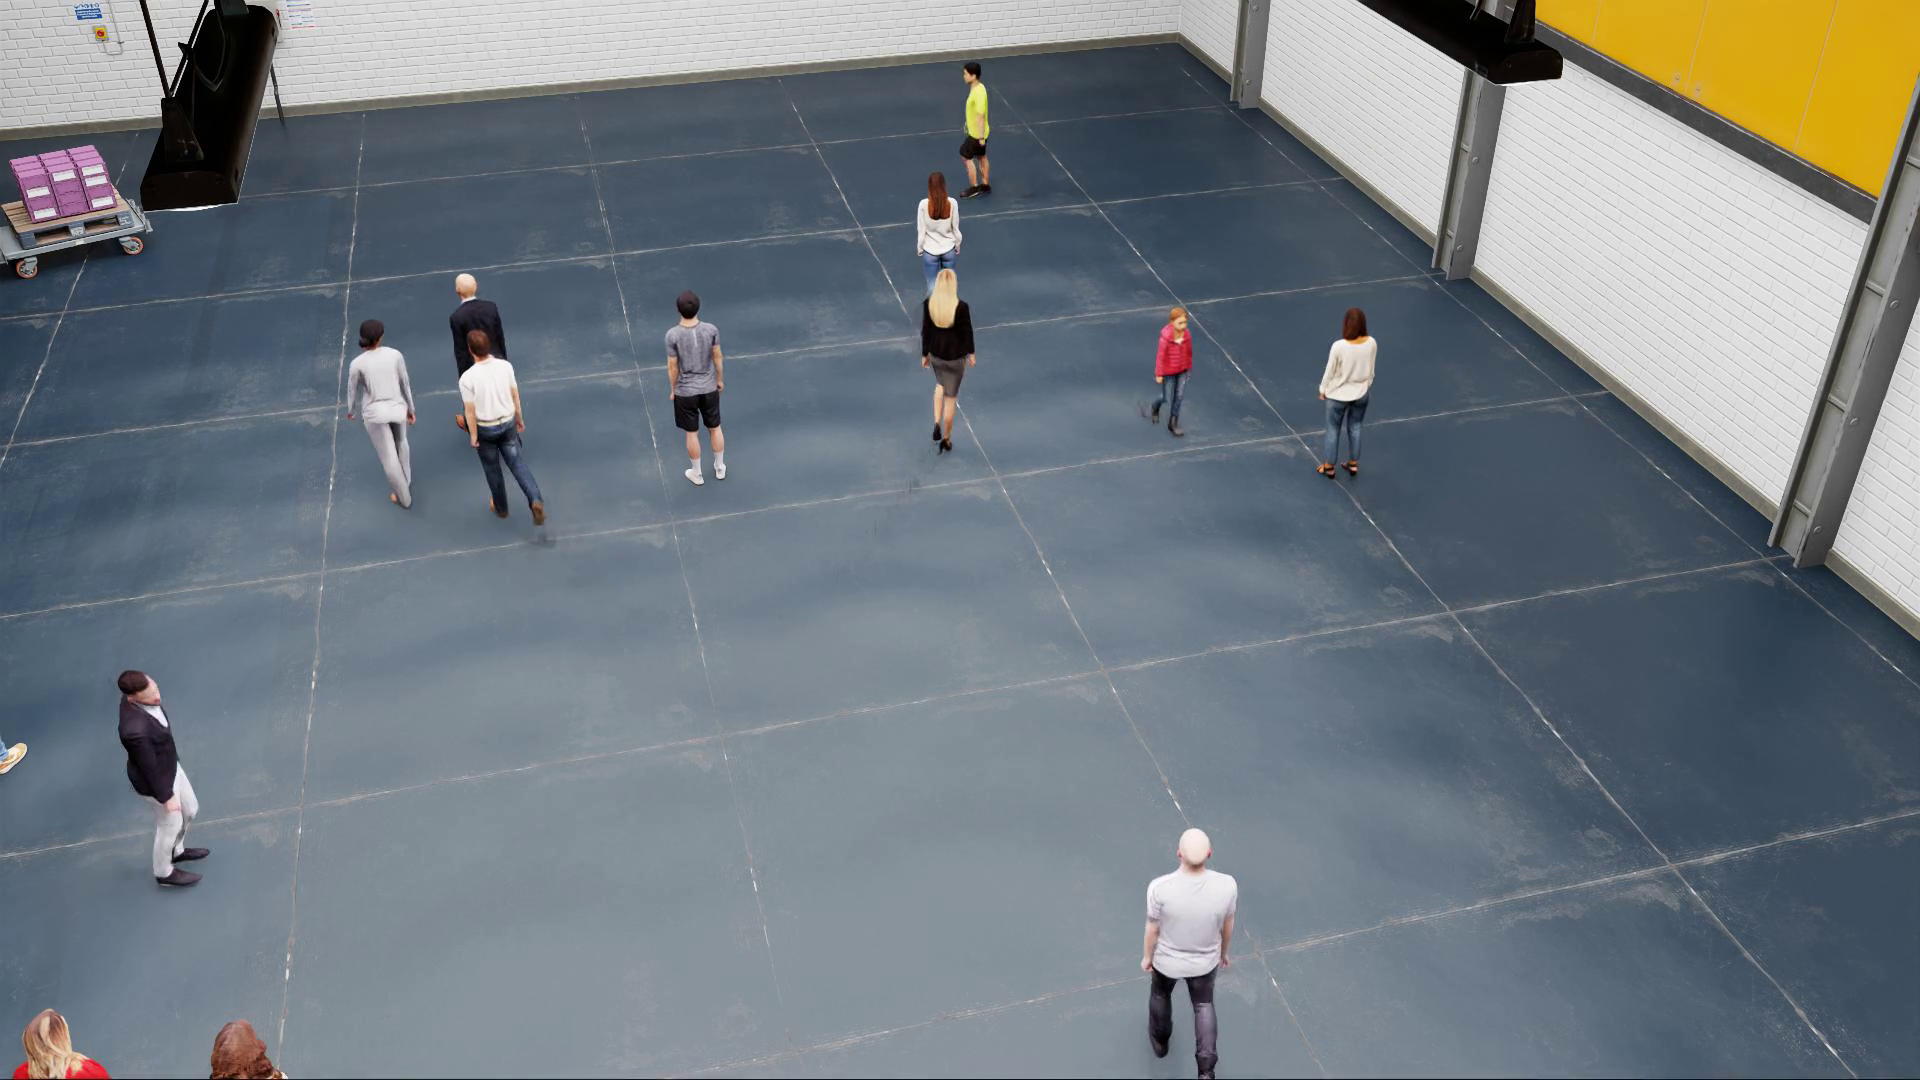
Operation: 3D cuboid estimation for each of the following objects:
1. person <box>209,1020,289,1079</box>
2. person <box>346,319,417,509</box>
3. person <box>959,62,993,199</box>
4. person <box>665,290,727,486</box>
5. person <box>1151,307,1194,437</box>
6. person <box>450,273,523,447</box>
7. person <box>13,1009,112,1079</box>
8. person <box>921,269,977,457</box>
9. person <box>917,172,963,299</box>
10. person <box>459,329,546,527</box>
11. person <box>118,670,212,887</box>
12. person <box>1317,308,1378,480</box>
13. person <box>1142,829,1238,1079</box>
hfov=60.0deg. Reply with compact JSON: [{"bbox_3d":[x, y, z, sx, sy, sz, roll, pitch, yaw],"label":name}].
[{"bbox_3d":[-3.468,3.110,8.275,0.666,1.722,1.094,-12,35,-17],"label":"person"},{"bbox_3d":[-4.990,-1.064,14.565,0.858,1.711,0.962,-26,41,-33],"label":"person"},{"bbox_3d":[0.296,-5.098,20.651,0.774,1.691,0.664,0,34,-1],"label":"person"},{"bbox_3d":[-2.352,-1.355,14.858,0.677,1.871,0.593,-12,36,-18],"label":"person"},{"bbox_3d":[1.998,-1.627,15.776,0.560,1.307,0.681,-14,36,-19],"label":"person"},{"bbox_3d":[-4.331,-1.554,15.263,1.084,1.754,1.296,-27,42,-34],"label":"person"},{"bbox_3d":[-4.421,3.017,8.430,0.657,1.704,0.559,-2,34,-3],"label":"person"},{"bbox_3d":[-0.141,-1.580,15.232,0.751,1.830,0.796,12,35,17],"label":"person"},{"bbox_3d":[-0.220,-3.076,17.609,0.645,1.692,0.577,-5,34,-7],"label":"person"},{"bbox_3d":[-3.925,-0.911,14.224,0.956,1.834,1.174,-26,41,-33],"label":"person"},{"bbox_3d":[-5.174,1.527,10.596,0.735,1.789,0.577,-16,37,-23],"label":"person"},{"bbox_3d":[3.486,-1.301,14.951,0.640,1.678,0.556,-5,34,-8],"label":"person"},{"bbox_3d":[1.266,2.387,9.280,0.781,1.814,1.086,-3,34,-4],"label":"person"}]
